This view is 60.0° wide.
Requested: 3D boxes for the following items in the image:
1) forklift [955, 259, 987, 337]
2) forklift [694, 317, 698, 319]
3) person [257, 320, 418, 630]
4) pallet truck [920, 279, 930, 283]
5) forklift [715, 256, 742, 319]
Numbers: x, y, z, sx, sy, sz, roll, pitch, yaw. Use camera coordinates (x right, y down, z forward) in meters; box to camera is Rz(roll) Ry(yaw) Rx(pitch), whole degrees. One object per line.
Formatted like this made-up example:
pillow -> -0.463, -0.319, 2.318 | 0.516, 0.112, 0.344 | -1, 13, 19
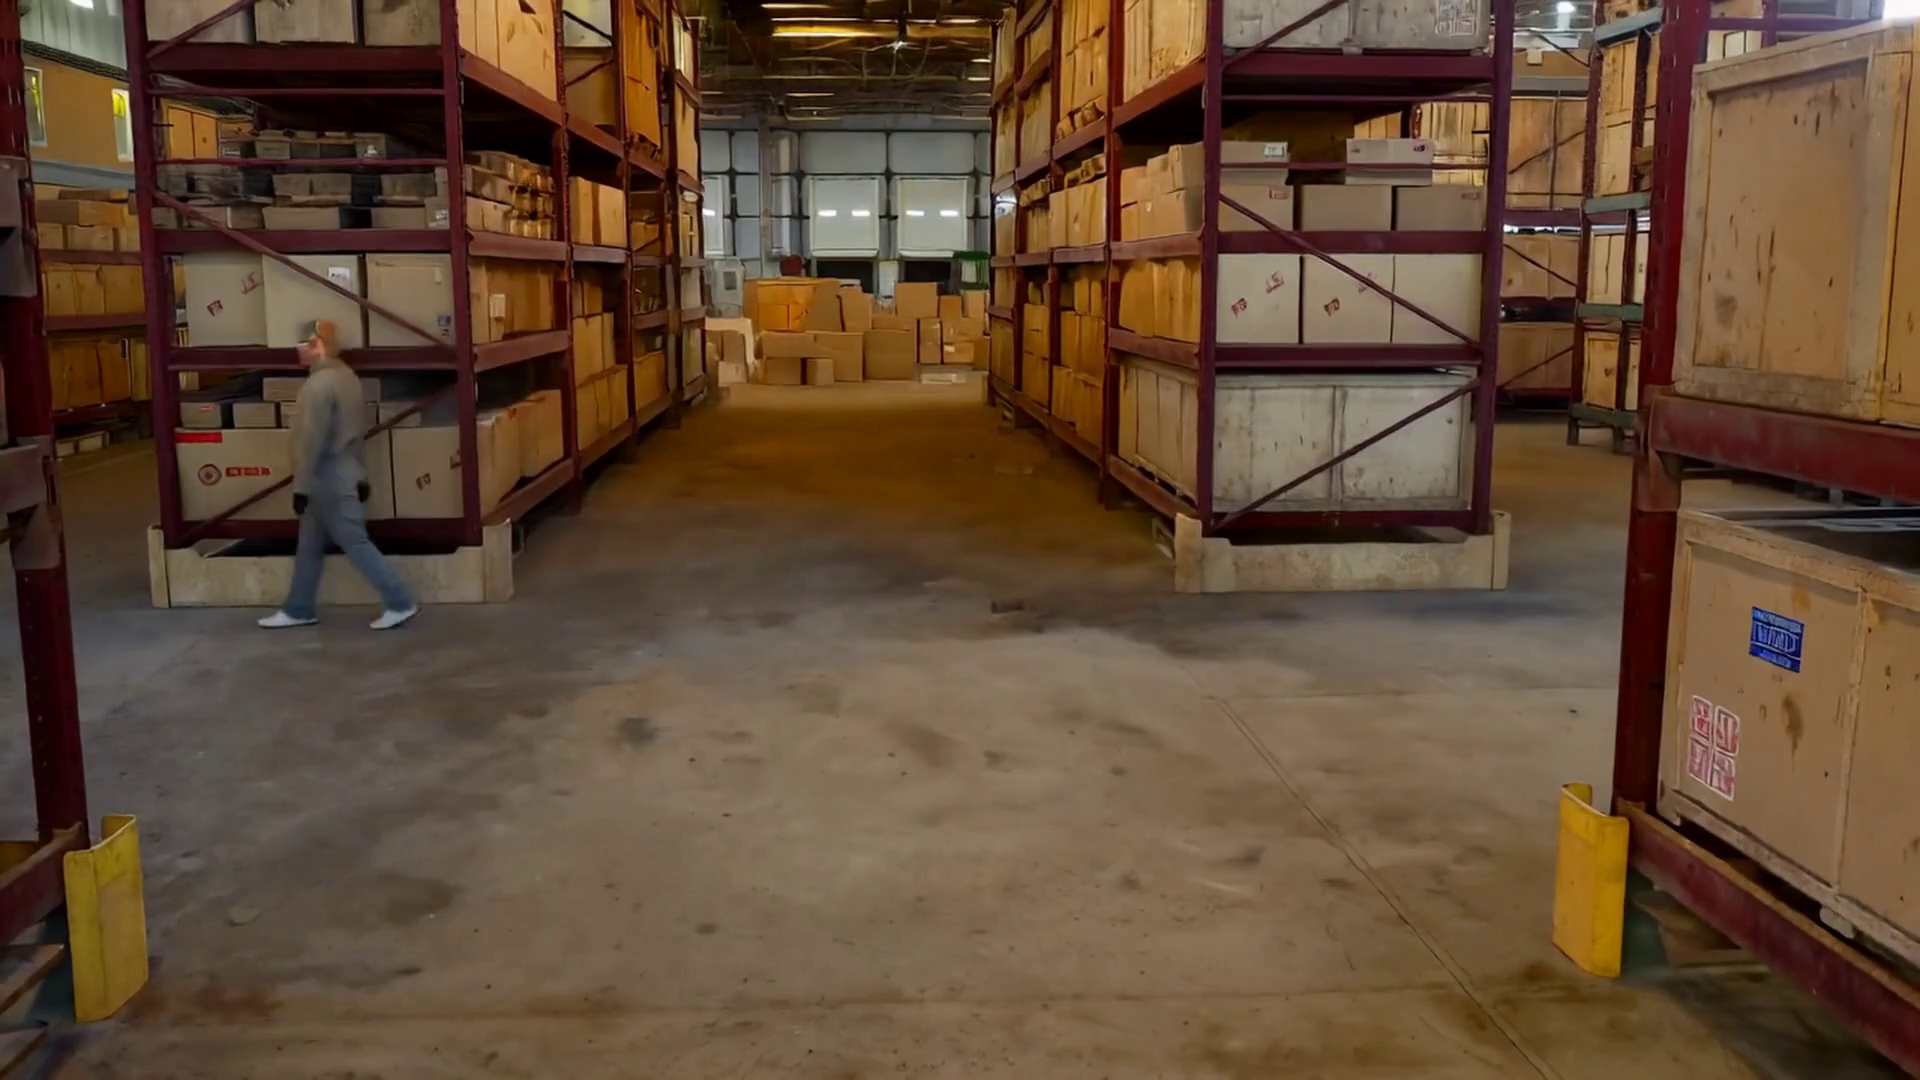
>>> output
forklift -> 0.278, -7.332, 50.367 | 1.129, 2.768, 1.873 | -2, 9, -10
forklift -> -5.880, -5.096, 36.328 | 1.873, 2.768, 1.129 | -1, 9, -5
person -> -3.713, -0.373, 9.875 | 0.977, 1.865, 0.659 | -1, 9, -4
pallet truck -> -0.932, -8.922, 63.114 | 1.885, 1.965, 0.823 | 2, 9, 13
forklift -> -8.573, -9.185, 62.001 | 1.129, 2.768, 1.873 | -1, 9, -4
